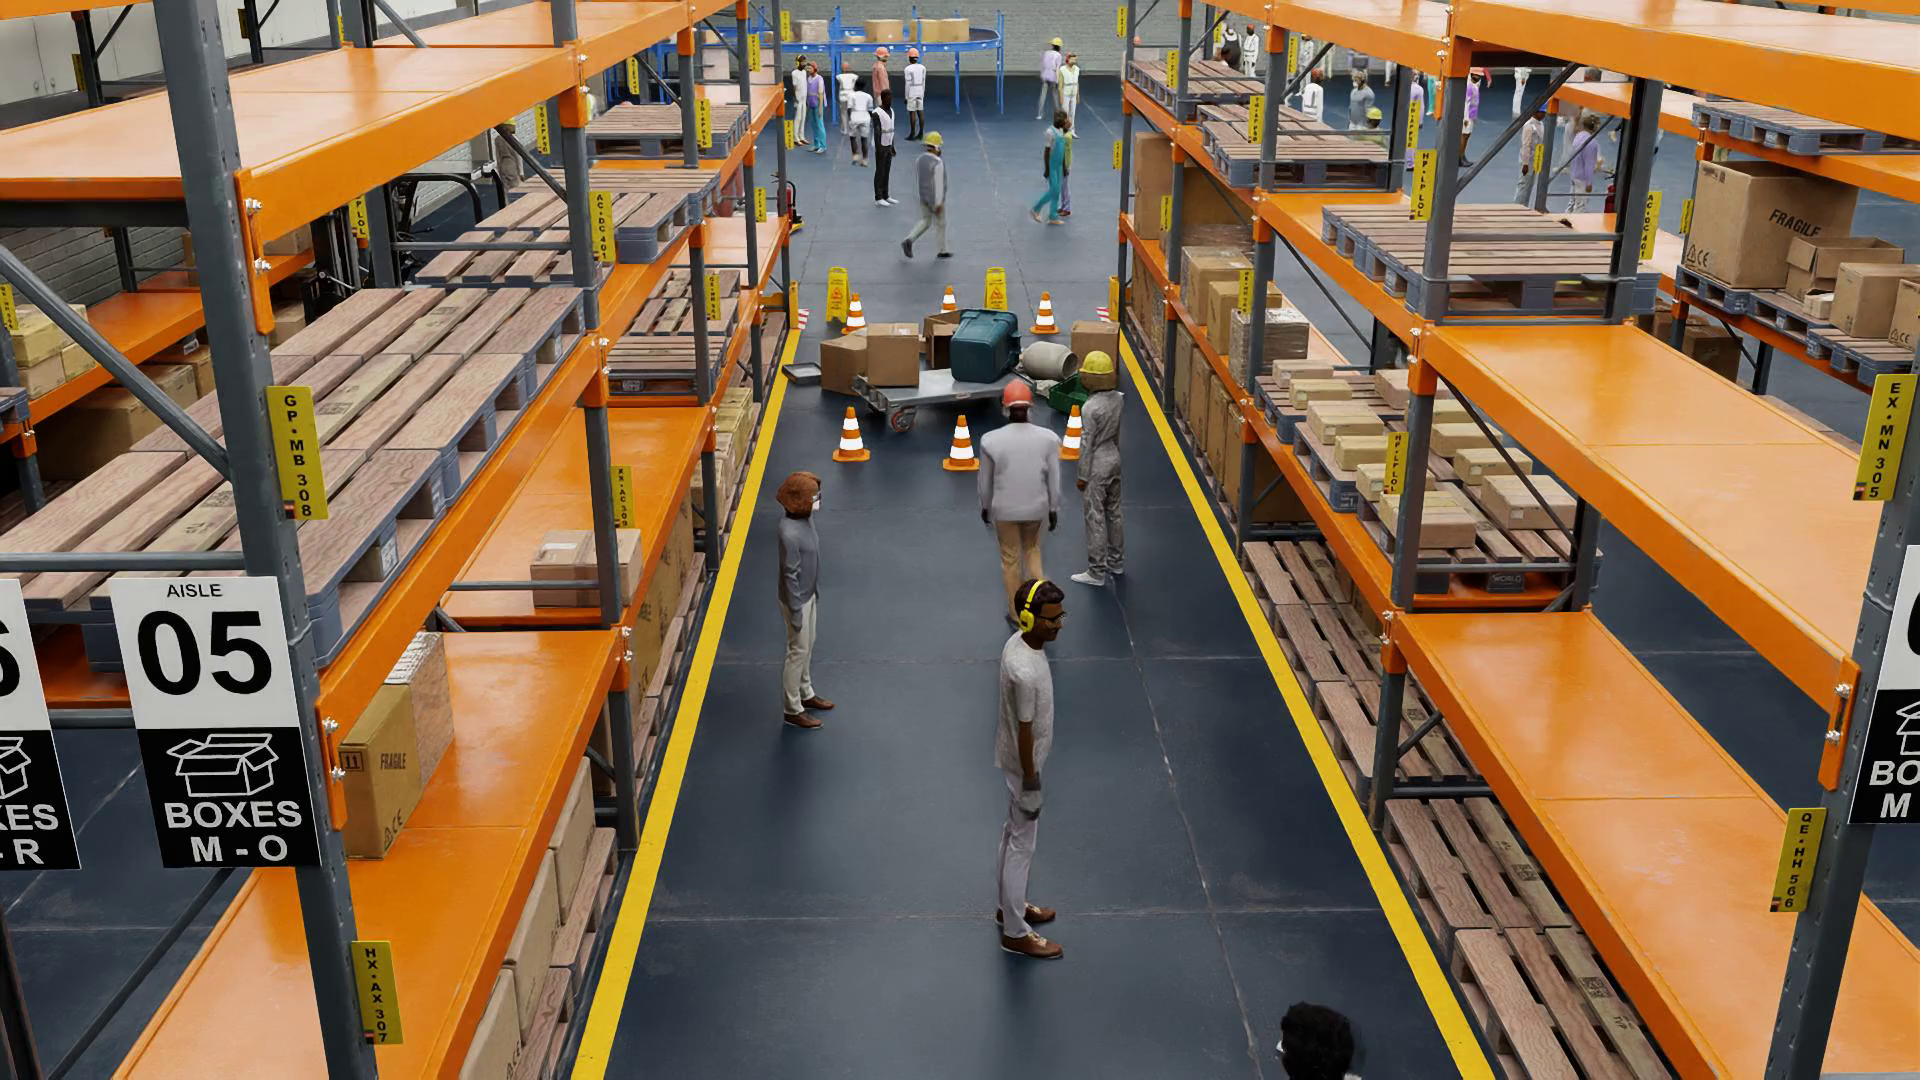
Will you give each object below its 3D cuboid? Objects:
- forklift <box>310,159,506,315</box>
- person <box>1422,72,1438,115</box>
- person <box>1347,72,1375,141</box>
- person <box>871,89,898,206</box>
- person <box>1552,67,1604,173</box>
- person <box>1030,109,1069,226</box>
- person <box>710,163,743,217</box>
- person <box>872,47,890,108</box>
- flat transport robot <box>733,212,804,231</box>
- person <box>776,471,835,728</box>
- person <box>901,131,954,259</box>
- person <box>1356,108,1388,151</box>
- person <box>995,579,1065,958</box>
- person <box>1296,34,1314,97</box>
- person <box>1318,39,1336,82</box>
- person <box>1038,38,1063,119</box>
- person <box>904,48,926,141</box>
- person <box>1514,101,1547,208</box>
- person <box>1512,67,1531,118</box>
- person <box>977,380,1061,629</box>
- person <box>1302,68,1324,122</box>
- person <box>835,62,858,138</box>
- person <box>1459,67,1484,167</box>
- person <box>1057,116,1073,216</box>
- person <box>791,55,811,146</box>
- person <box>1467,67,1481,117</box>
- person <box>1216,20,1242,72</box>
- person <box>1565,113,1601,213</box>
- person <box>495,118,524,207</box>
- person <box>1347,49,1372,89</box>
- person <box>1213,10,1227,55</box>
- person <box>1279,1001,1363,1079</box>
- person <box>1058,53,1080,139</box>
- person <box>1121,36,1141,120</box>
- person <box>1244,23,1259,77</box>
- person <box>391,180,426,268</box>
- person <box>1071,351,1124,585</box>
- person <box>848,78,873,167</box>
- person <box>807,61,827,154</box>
[{"bbox_3d":[-5.622,-2.910,17.832,2.313,2.155,1.214,-1,21,-1],"label":"forklift"},{"bbox_3d":[11.494,-11.188,40.335,0.422,1.754,0.542,-16,26,-37],"label":"person"},{"bbox_3d":[7.397,-7.700,30.873,0.387,1.927,0.638,-9,22,-21],"label":"person"},{"bbox_3d":[-1.282,-6.620,28.029,0.391,1.914,0.587,9,23,23],"label":"person"},{"bbox_3d":[11.704,-7.901,31.238,0.690,2.000,0.824,-18,27,-39],"label":"person"},{"bbox_3d":[1.454,-5.875,26.223,0.492,1.803,0.569,10,23,26],"label":"person"},{"bbox_3d":[-3.410,-4.906,23.534,0.679,1.892,0.531,0,21,0],"label":"person"},{"bbox_3d":[-1.672,-9.518,35.575,0.389,1.992,0.625,-6,22,-16],"label":"person"},{"bbox_3d":[-3.222,-4.978,25.973,1.431,0.197,0.652,5,21,13],"label":"flat transport robot"},{"bbox_3d":[-0.945,0.353,10.002,0.297,1.622,0.509,2,21,6],"label":"person"},{"bbox_3d":[-0.450,-4.842,23.490,0.739,1.808,0.591,-15,25,-34],"label":"person"},{"bbox_3d":[6.640,-6.039,26.734,0.546,1.734,0.806,-8,22,-21],"label":"person"},{"bbox_3d":[0.331,1.056,7.811,0.335,1.865,0.519,0,21,0],"label":"person"},{"bbox_3d":[9.235,-12.775,44.550,0.320,1.737,0.483,-12,24,-28],"label":"person"},{"bbox_3d":[10.660,-14.154,48.350,0.505,1.626,0.324,4,21,11],"label":"person"},{"bbox_3d":[2.157,-10.984,39.647,0.594,1.875,0.718,19,28,40],"label":"person"},{"bbox_3d":[-0.992,-9.616,35.914,0.543,1.939,0.355,-18,27,-39],"label":"person"},{"bbox_3d":[9.034,-5.979,26.291,0.405,1.943,0.614,14,25,33],"label":"person"},{"bbox_3d":[13.466,-11.093,39.802,0.389,1.949,0.604,5,21,14],"label":"person"},{"bbox_3d":[0.397,-0.245,11.430,0.552,1.729,0.464,-5,21,-13],"label":"person"},{"bbox_3d":[6.770,-8.077,31.924,0.358,1.881,0.574,-8,22,-19],"label":"person"},{"bbox_3d":[-2.458,-9.666,36.527,0.555,1.593,0.887,-4,21,-11],"label":"person"},{"bbox_3d":[9.893,-8.220,32.229,0.375,1.934,0.548,12,24,28],"label":"person"},{"bbox_3d":[1.678,-6.083,27.014,0.288,1.627,0.506,-4,21,-11],"label":"person"},{"bbox_3d":[-3.360,-9.279,35.125,0.309,1.864,0.535,9,23,23],"label":"person"},{"bbox_3d":[12.307,-10.935,39.841,0.497,1.626,0.287,-18,27,-39],"label":"person"},{"bbox_3d":[7.127,-12.659,43.813,0.700,2.000,0.722,-3,21,-8],"label":"person"},{"bbox_3d":[9.180,-5.302,24.511,0.373,1.940,0.629,0,21,-1],"label":"person"},{"bbox_3d":[-6.993,-5.742,25.955,0.484,1.737,0.305,11,23,26],"label":"person"},{"bbox_3d":[10.113,-12.042,42.197,0.630,2.026,0.450,-3,21,-7],"label":"person"},{"bbox_3d":[7.462,-14.274,48.093,0.644,2.031,0.468,-8,22,-21],"label":"person"},{"bbox_3d":[1.030,2.150,5.201,0.550,1.643,0.875,-17,27,-38],"label":"person"},{"bbox_3d":[2.351,-9.636,36.118,0.568,1.833,0.406,-17,27,-38],"label":"person"},{"bbox_3d":[4.139,-10.968,39.508,0.576,1.912,0.651,17,27,38],"label":"person"},{"bbox_3d":[7.777,-12.886,44.627,0.355,1.887,0.573,-7,22,-18],"label":"person"},{"bbox_3d":[-7.711,-4.777,23.122,0.370,1.939,0.543,-1,21,-3],"label":"person"},{"bbox_3d":[1.006,-0.534,12.197,0.335,1.735,0.484,14,25,33],"label":"person"},{"bbox_3d":[-1.931,-8.122,32.351,0.560,1.652,0.511,-7,22,-18],"label":"person"},{"bbox_3d":[-2.936,-8.865,34.075,0.394,1.836,0.561,-12,24,-29],"label":"person"}]
